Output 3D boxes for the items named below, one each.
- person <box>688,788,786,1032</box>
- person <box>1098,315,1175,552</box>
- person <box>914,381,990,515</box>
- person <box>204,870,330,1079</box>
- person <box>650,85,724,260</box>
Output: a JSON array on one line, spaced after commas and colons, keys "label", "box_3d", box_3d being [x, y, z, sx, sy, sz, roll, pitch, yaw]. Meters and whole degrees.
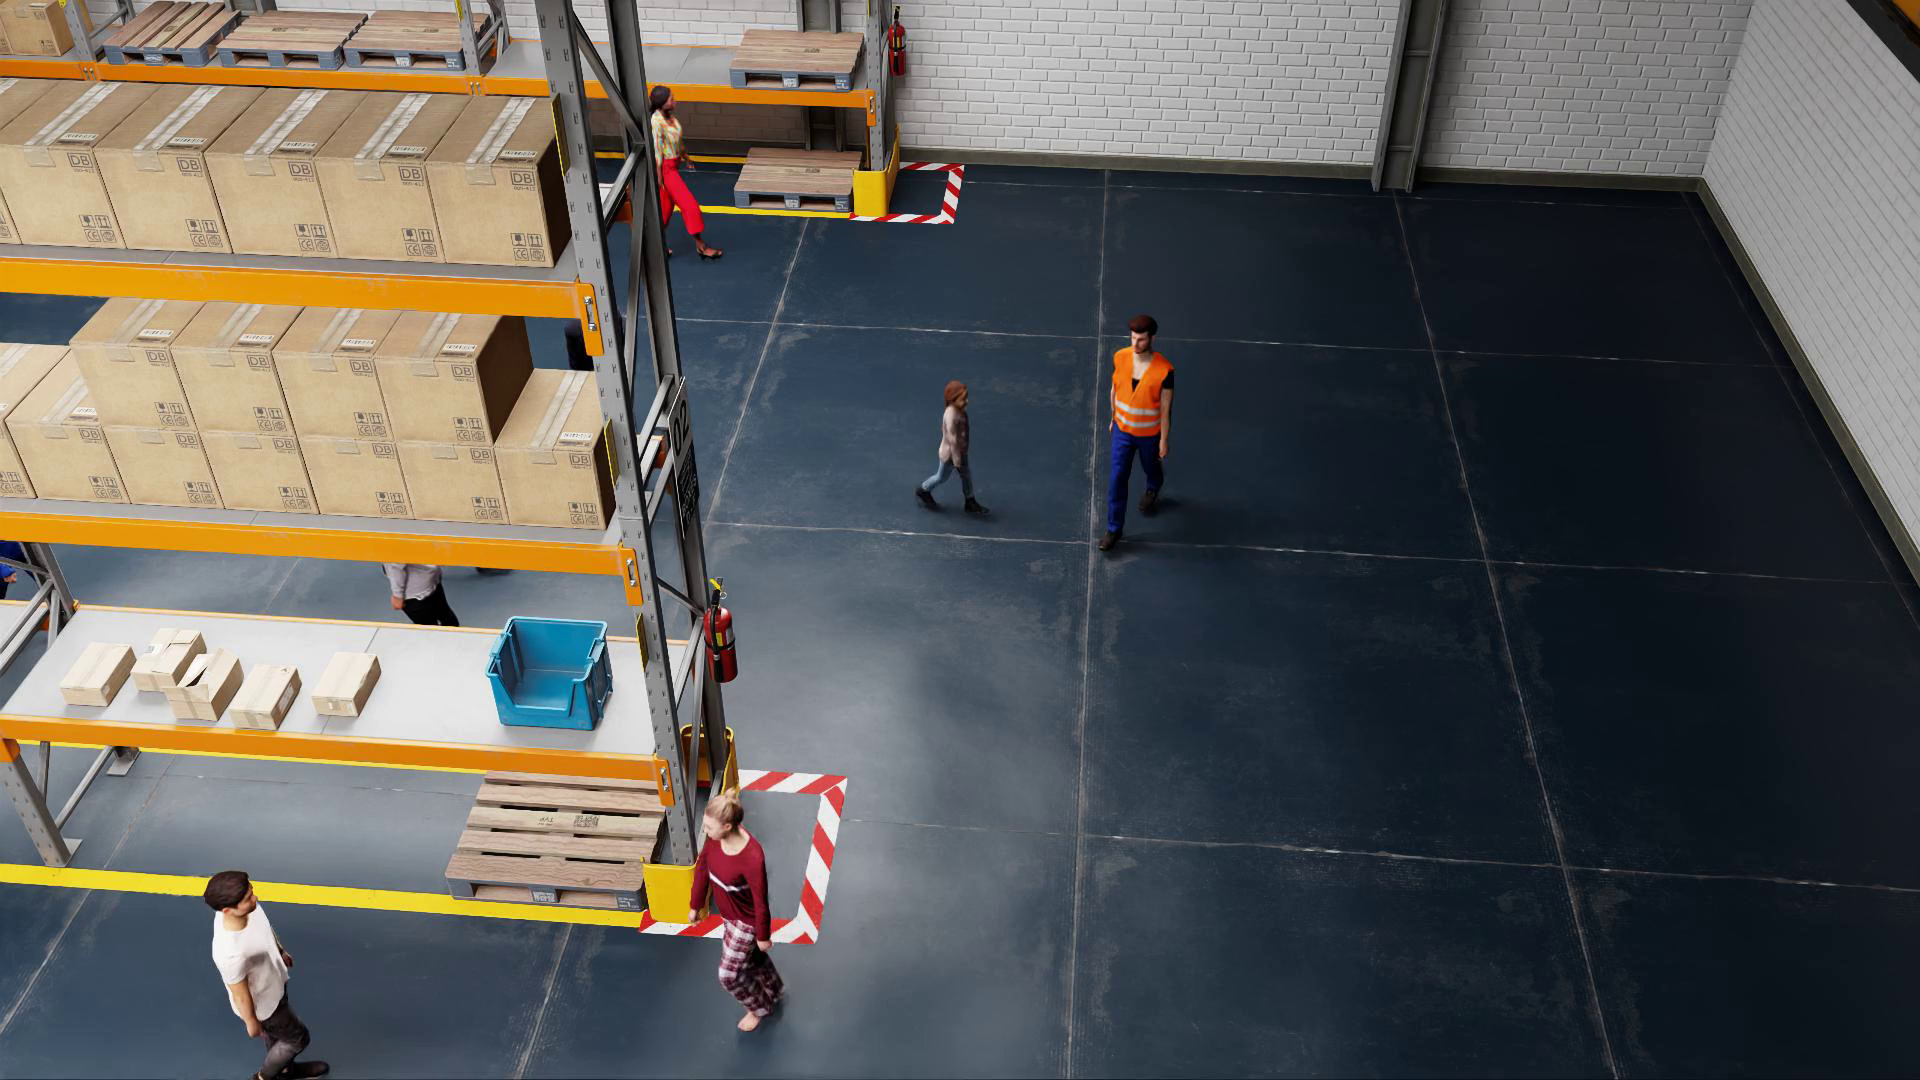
[{"label": "person", "box_3d": [-1.124, 1.964, 9.017, 0.835, 1.688, 0.778, -28, 46, -30]}, {"label": "person", "box_3d": [1.382, -0.881, 12.449, 1.211, 1.850, 1.052, 18, 42, 22]}, {"label": "person", "box_3d": [-0.099, -0.702, 12.762, 0.885, 1.180, 0.641, 16, 41, 19]}, {"label": "person", "box_3d": [-3.689, 2.308, 8.568, 0.755, 1.710, 0.738, -10, 40, -12]}, {"label": "person", "box_3d": [-2.847, -3.440, 15.728, 0.974, 1.757, 0.596, 0, 39, 0]}]
